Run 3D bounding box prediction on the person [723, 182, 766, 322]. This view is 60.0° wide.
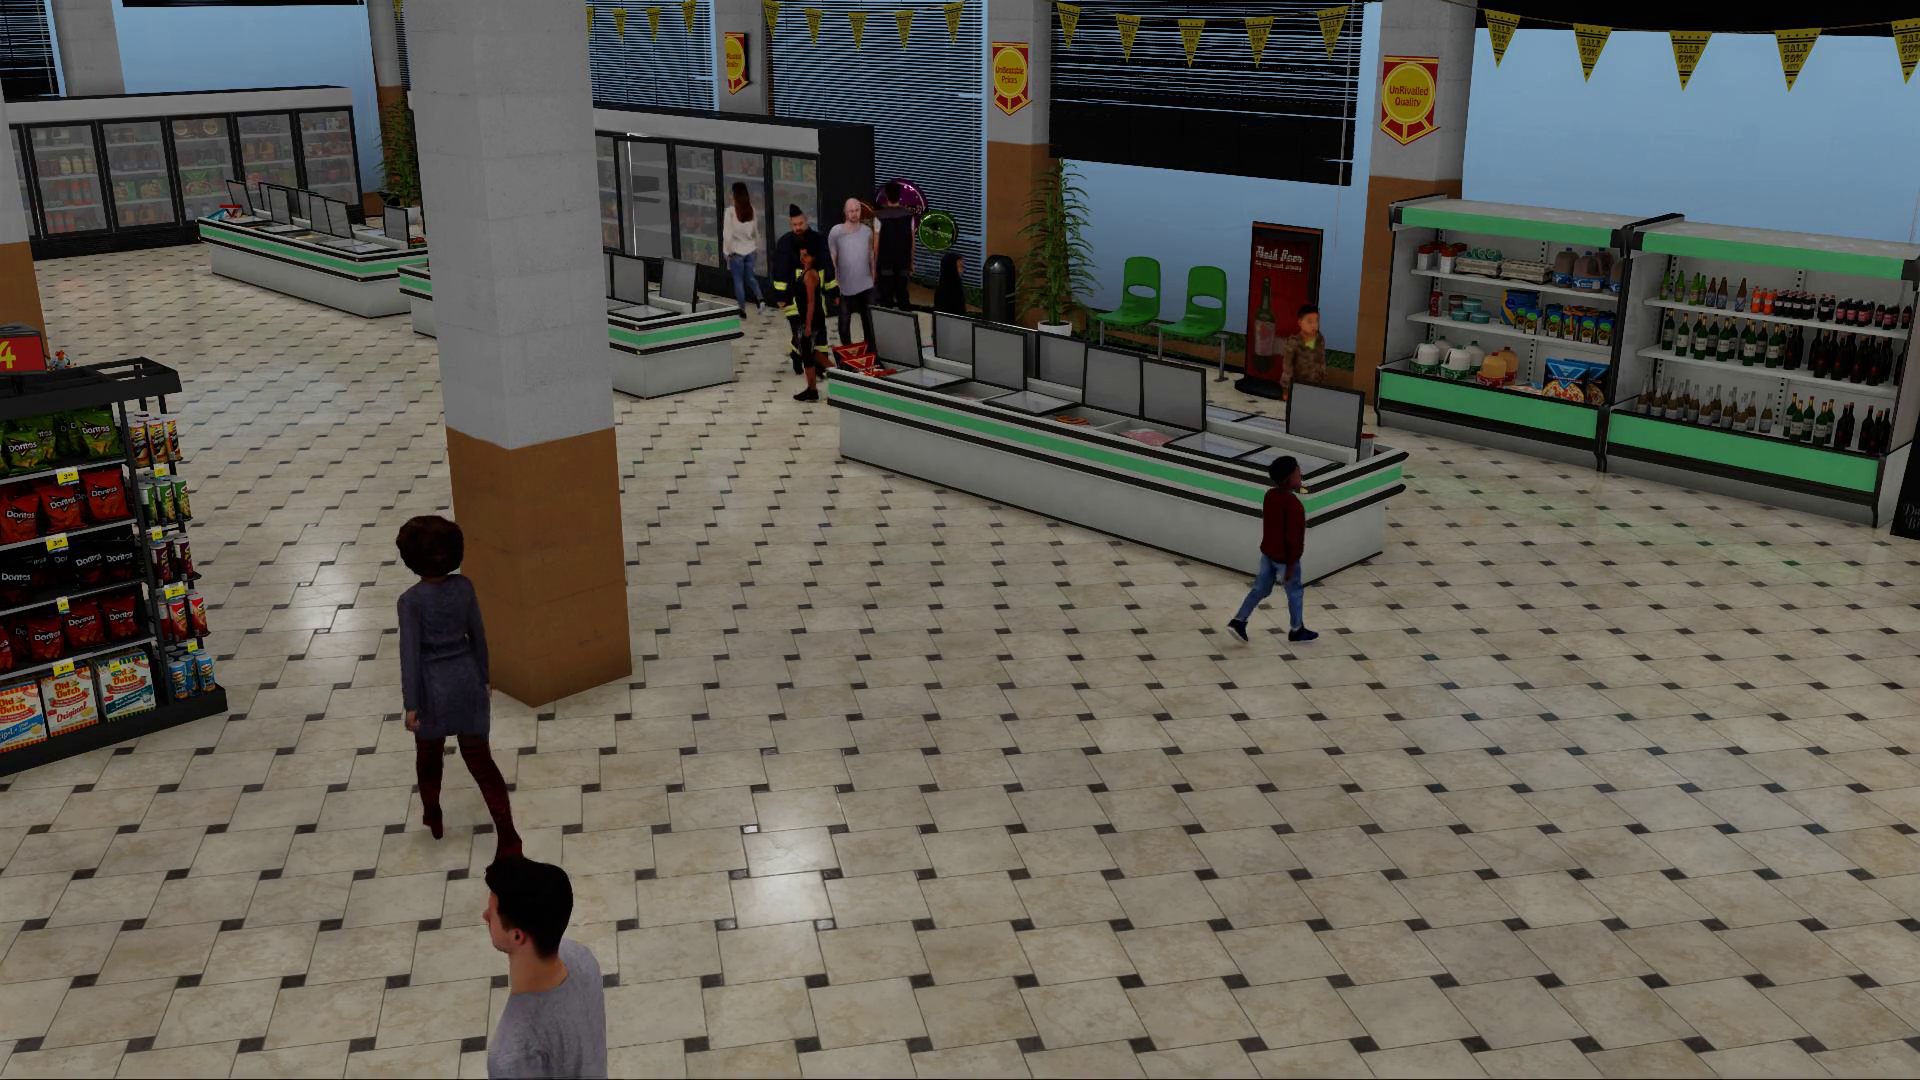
[{"bbox_3d":[-2.614,-3.499,20.289,0.636,1.680,0.759,-16,24,-39],"label":"person"}]

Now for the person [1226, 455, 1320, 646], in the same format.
[{"bbox_3d":[1.937,0.086,10.344,0.724,1.242,0.841,-9,21,-26],"label":"person"}]

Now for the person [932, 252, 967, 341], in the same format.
[{"bbox_3d":[-0.172,-1.928,15.759,1.169,1.598,1.032,3,19,10],"label":"person"}]

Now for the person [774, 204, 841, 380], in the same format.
[{"bbox_3d":[-1.631,-2.592,17.365,0.949,1.830,0.925,-12,22,-31],"label":"person"}]

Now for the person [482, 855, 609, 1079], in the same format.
[{"bbox_3d":[-0.992,1.728,4.538,1.306,1.840,1.136,3,19,10],"label":"person"}]

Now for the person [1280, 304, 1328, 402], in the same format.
[{"bbox_3d":[2.881,-1.291,14.124,0.699,1.435,0.943,-11,21,-29],"label":"person"}]

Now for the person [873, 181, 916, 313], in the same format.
[{"bbox_3d":[-0.768,-3.150,18.994,0.746,1.847,0.743,-7,20,-21],"label":"person"}]

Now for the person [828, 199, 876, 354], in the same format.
[{"bbox_3d":[-1.168,-2.737,17.845,1.059,1.798,1.228,-4,19,-11],"label":"person"}]

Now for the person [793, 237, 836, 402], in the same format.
[{"bbox_3d":[-1.394,-2.164,16.390,0.885,1.642,0.842,-1,19,-3],"label":"person"}]

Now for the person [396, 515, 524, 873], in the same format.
[{"bbox_3d":[-2.313,0.767,7.666,1.126,1.663,0.692,17,25,41],"label":"person"}]
